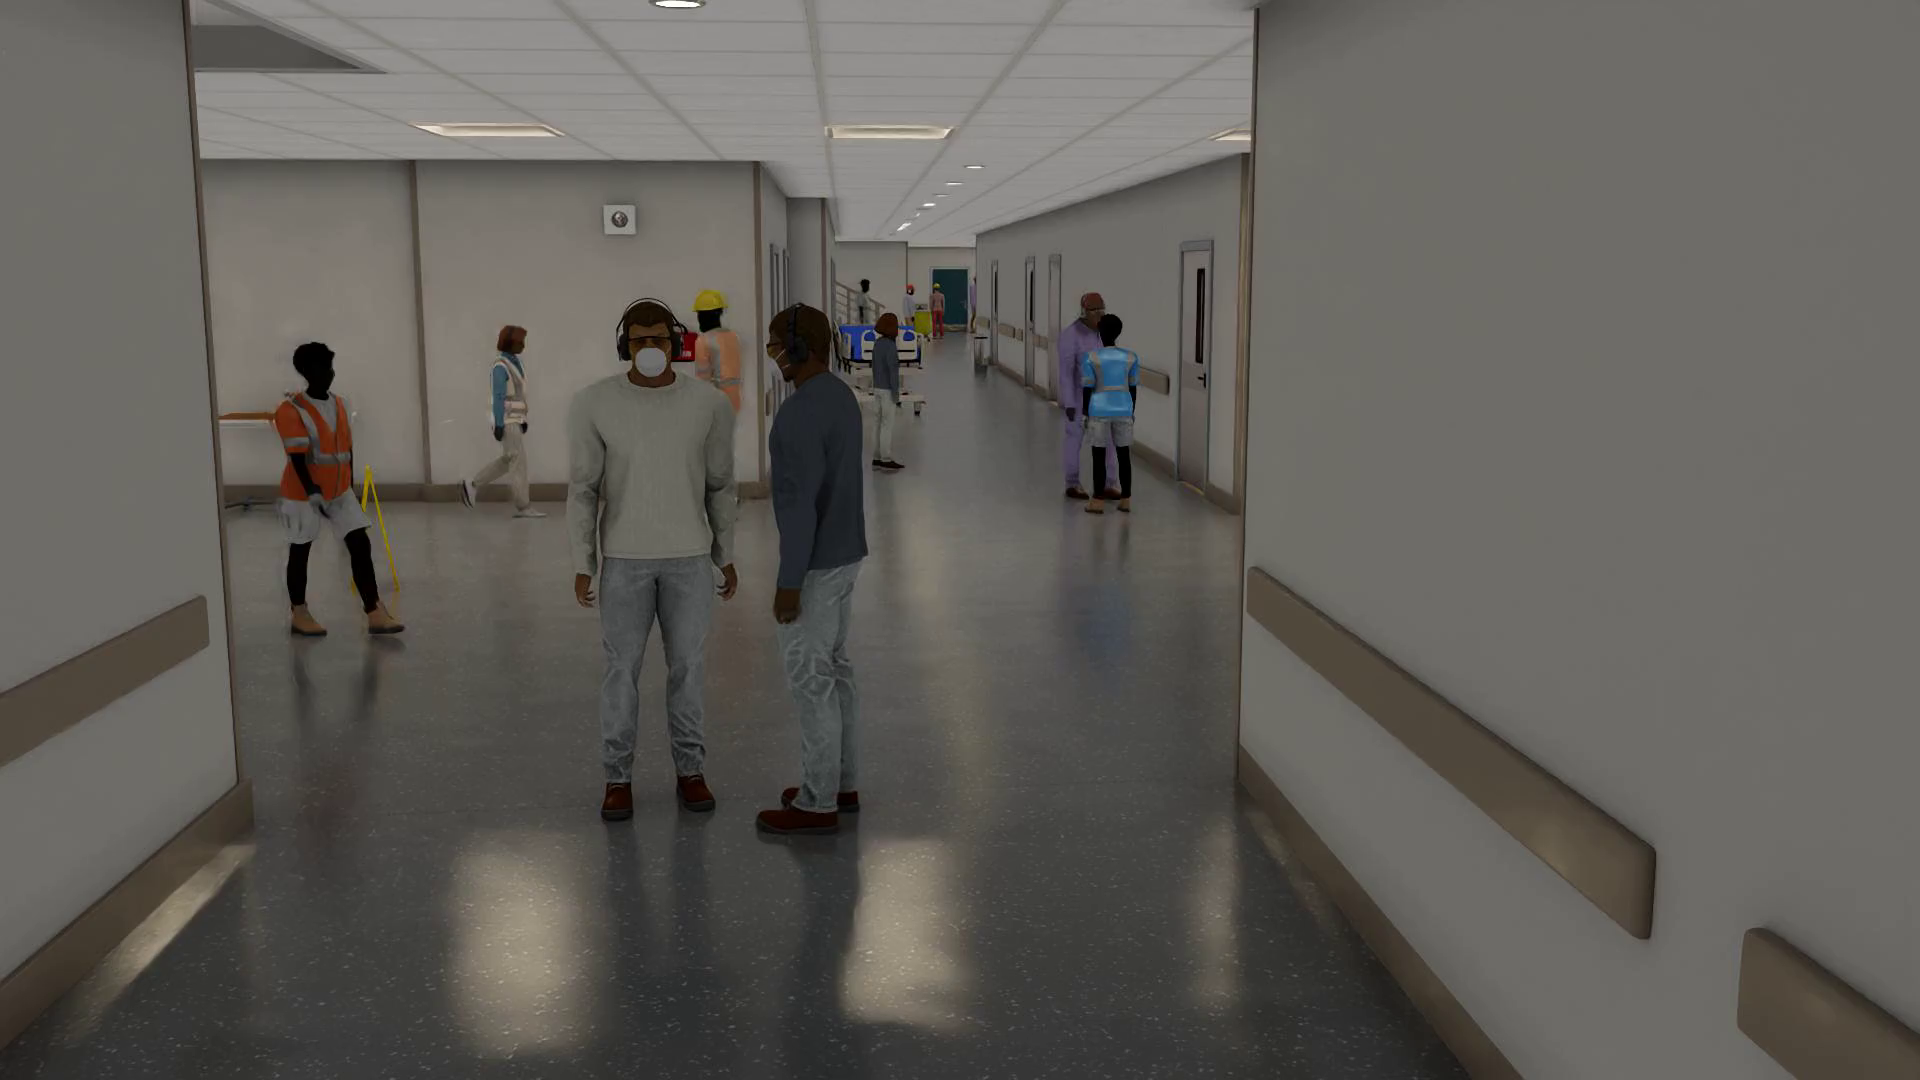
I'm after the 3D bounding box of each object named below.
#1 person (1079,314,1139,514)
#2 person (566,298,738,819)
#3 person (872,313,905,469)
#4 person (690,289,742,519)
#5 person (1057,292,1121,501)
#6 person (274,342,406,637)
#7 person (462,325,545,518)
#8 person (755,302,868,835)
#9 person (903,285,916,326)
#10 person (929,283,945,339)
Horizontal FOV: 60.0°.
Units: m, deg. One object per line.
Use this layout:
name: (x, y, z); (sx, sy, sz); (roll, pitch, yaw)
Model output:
person: (1.264, -1.066, 14.123); (0.533, 1.697, 0.319); (-3, 9, -17)
person: (-1.142, 0.072, 6.227); (0.635, 1.937, 0.354); (-3, 10, -19)
person: (-0.766, -1.561, 17.433); (0.268, 1.632, 0.506); (-4, 10, -24)
person: (-2.008, -1.090, 13.622); (0.410, 1.912, 0.588); (5, 10, 27)
person: (1.195, -1.262, 14.837); (0.682, 1.866, 0.865); (-5, 10, -30)
person: (-3.464, -0.256, 9.160); (0.816, 1.651, 0.542); (5, 10, 27)
person: (-3.831, -0.982, 13.838); (0.664, 1.616, 0.548); (0, 9, 0)
person: (-0.534, 0.102, 6.088); (0.384, 1.928, 0.636); (1, 9, 9)
person: (-1.430, -6.444, 47.717); (0.337, 1.748, 0.572); (-4, 10, -24)
person: (-0.741, -7.242, 52.689); (0.533, 1.767, 0.327); (-4, 10, -23)
